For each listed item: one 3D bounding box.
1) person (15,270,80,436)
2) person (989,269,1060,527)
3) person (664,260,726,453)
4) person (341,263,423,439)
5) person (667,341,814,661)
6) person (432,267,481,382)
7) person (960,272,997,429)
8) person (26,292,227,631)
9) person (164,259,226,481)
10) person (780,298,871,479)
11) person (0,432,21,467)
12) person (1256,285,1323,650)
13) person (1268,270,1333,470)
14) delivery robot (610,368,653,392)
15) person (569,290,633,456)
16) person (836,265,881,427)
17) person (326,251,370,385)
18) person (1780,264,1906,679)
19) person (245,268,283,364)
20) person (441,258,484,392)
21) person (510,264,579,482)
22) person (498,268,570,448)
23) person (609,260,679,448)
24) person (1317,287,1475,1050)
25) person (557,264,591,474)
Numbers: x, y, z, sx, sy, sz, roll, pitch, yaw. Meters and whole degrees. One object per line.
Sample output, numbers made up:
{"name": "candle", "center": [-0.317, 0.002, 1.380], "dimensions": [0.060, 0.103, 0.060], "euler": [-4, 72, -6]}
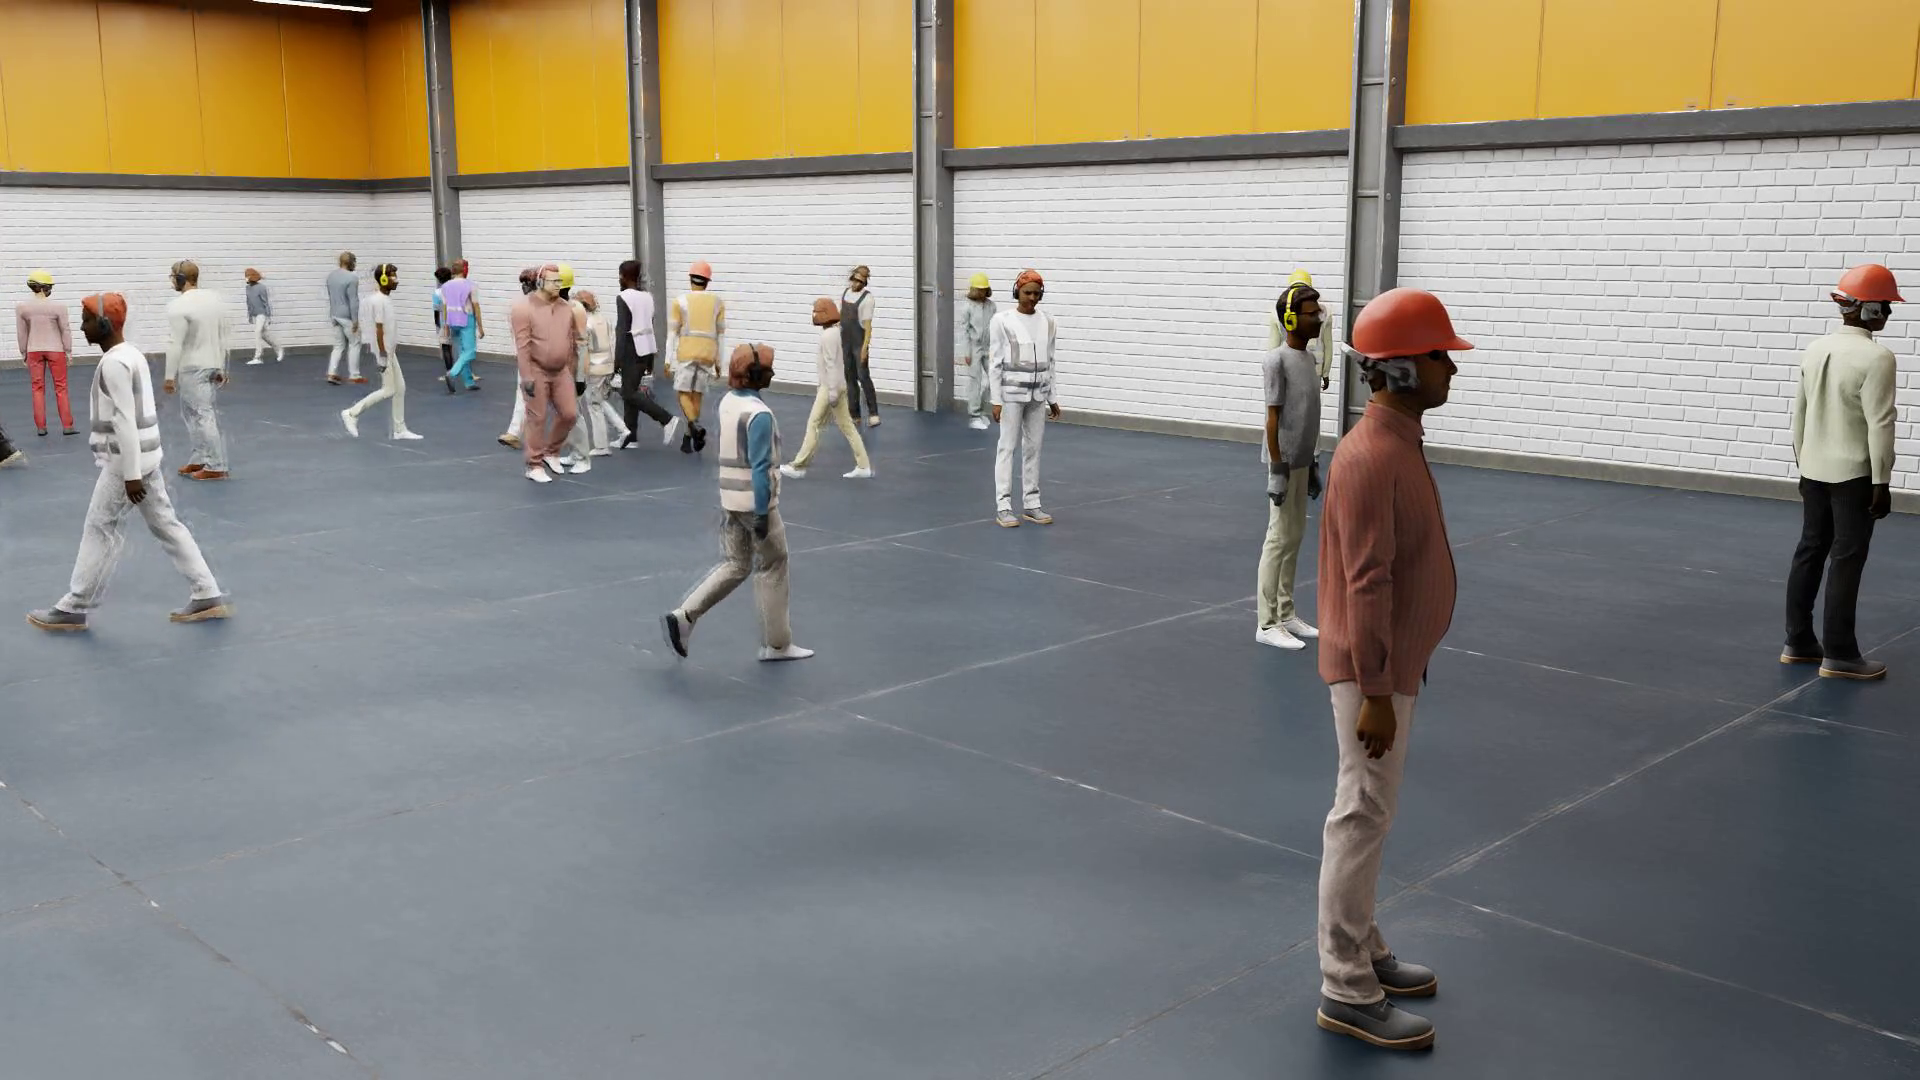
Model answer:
{"name": "person", "center": [-9.748, -1.989, 17.750], "dimensions": [0.525, 1.765, 0.329], "euler": [-2, 11, -11]}
{"name": "person", "center": [0.476, -1.043, 12.255], "dimensions": [0.573, 1.887, 0.354], "euler": [-6, 12, -30]}
{"name": "person", "center": [-2.559, -1.777, 16.238], "dimensions": [0.623, 1.887, 0.716], "euler": [-4, 11, -19]}
{"name": "person", "center": [-6.036, -1.939, 17.266], "dimensions": [0.712, 1.845, 0.534], "euler": [-2, 11, -9]}
{"name": "person", "center": [-1.097, -0.172, 8.233], "dimensions": [0.659, 1.616, 0.518], "euler": [-6, 12, -30]}
{"name": "person", "center": [-7.361, -3.148, 24.323], "dimensions": [0.651, 1.673, 0.315], "euler": [-4, 11, -20]}
{"name": "person", "center": [0.238, -2.077, 18.320], "dimensions": [0.501, 1.724, 0.371], "euler": [-8, 13, -36]}
{"name": "person", "center": [-4.546, -0.423, 9.037], "dimensions": [1.005, 1.832, 0.598], "euler": [-3, 11, -14]}
{"name": "person", "center": [-6.707, -1.454, 14.390], "dimensions": [0.668, 1.921, 0.655], "euler": [1, 10, 6]}
{"name": "person", "center": [-1.185, -1.315, 14.557], "dimensions": [0.870, 1.584, 0.525], "euler": [1, 10, 4]}
{"name": "person", "center": [-9.139, -1.602, 15.218], "dimensions": [0.972, 1.930, 0.623], "euler": [-1, 10, -6]}
{"name": "person", "center": [1.743, -0.378, 8.662], "dimensions": [0.328, 1.877, 0.510], "euler": [7, 12, 32]}
{"name": "person", "center": [3.065, -1.523, 15.049], "dimensions": [0.588, 1.822, 0.403], "euler": [0, 10, 2]}
{"name": "delivery robot", "center": [-4.313, -2.124, 21.523], "dimensions": [0.707, 0.478, 0.477], "euler": [7, 12, 34]}
{"name": "person", "center": [-3.478, -1.597, 15.988], "dimensions": [0.443, 1.613, 0.577], "euler": [3, 11, 18]}
{"name": "person", "center": [-1.127, -2.161, 18.613], "dimensions": [0.360, 1.806, 0.639], "euler": [-9, 13, -39]}
{"name": "person", "center": [-8.776, -3.153, 23.695], "dimensions": [0.653, 1.908, 0.546], "euler": [7, 13, 35]}
{"name": "person", "center": [4.300, -0.331, 8.071], "dimensions": [0.386, 1.992, 0.624], "euler": [-2, 11, -9]}
{"name": "person", "center": [-11.646, -3.747, 27.795], "dimensions": [0.538, 1.596, 0.739], "euler": [7, 12, 33]}
{"name": "person", "center": [-6.788, -2.906, 22.585], "dimensions": [0.568, 1.822, 0.776], "euler": [5, 12, 25]}
{"name": "person", "center": [-3.581, -1.438, 14.415], "dimensions": [0.443, 1.894, 0.636], "euler": [9, 14, 41]}
{"name": "person", "center": [-4.252, -1.805, 16.655], "dimensions": [0.639, 1.792, 0.932], "euler": [4, 11, 22]}
{"name": "person", "center": [-3.186, -1.848, 16.622], "dimensions": [0.702, 1.889, 0.610], "euler": [3, 11, 14]}
{"name": "person", "center": [1.137, 0.332, 4.453], "dimensions": [0.373, 1.997, 0.615], "euler": [4, 11, 19]}
{"name": "person", "center": [-3.529, -1.531, 14.959], "dimensions": [0.506, 1.883, 0.715], "euler": [-8, 13, -36]}
